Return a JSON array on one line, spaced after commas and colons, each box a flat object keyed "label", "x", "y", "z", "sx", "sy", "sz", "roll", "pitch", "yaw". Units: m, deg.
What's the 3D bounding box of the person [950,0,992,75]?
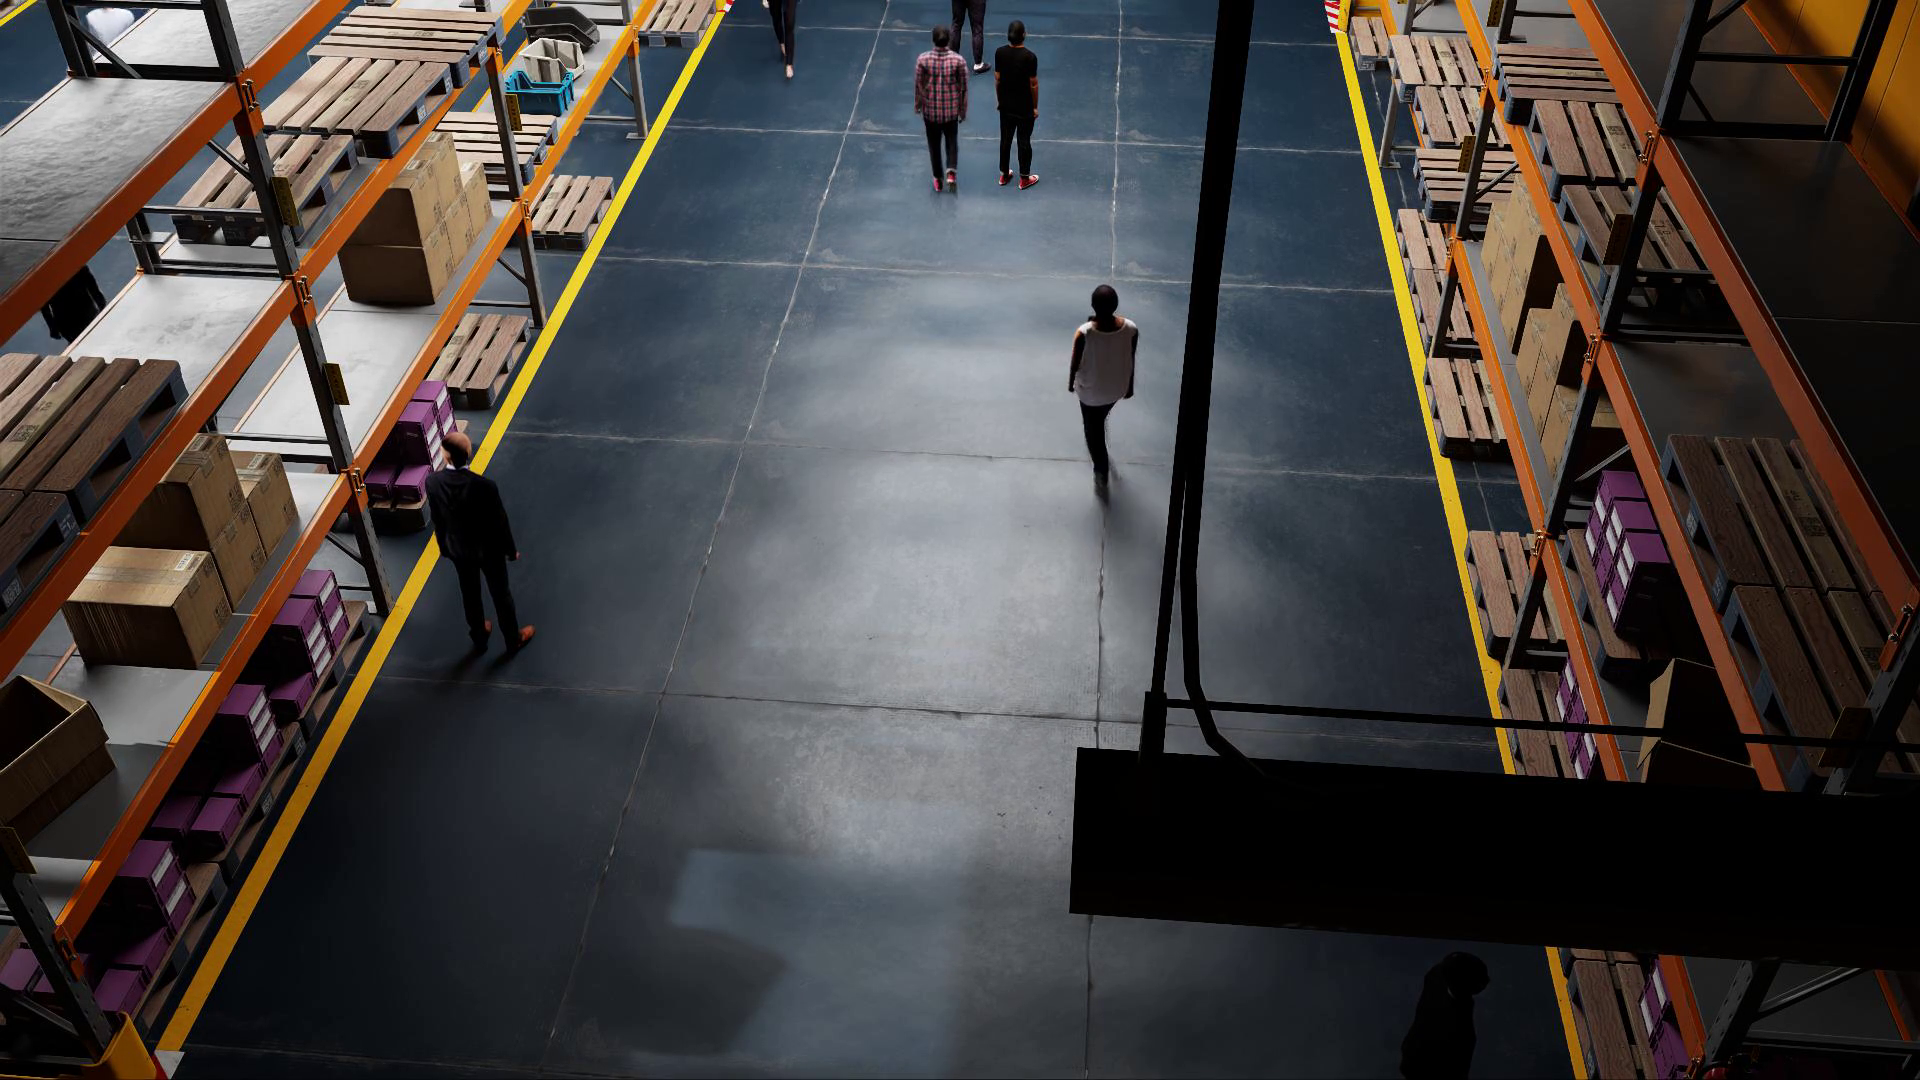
[{"label": "person", "x": 0.086, "y": -6.344, "z": 19.299, "sx": 0.756, "sy": 1.834, "sz": 0.725, "roll": 19, "pitch": 42, "yaw": 22}]

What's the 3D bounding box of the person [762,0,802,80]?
[{"label": "person", "x": -2.084, "y": -6.339, "z": 19.362, "sx": 0.764, "sy": 1.748, "sz": 1.183, "roll": -4, "pitch": 39, "yaw": -5}]

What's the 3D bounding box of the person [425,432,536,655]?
[{"label": "person", "x": -3.304, "y": 0.035, "z": 11.341, "sx": 0.688, "sy": 1.798, "sz": 0.552, "roll": 4, "pitch": 39, "yaw": 5}]

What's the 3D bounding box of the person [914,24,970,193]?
[{"label": "person", "x": -0.192, "y": -4.345, "z": 16.866, "sx": 0.743, "sy": 1.747, "sz": 0.681, "roll": -3, "pitch": 39, "yaw": -3}]

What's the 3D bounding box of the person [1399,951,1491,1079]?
[{"label": "person", "x": 2.304, "y": 2.611, "z": 8.115, "sx": 0.726, "sy": 1.799, "sz": 0.512, "roll": 1, "pitch": 39, "yaw": 1}]

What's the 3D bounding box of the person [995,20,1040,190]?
[{"label": "person", "x": 0.579, "y": -4.453, "z": 16.993, "sx": 0.709, "sy": 1.758, "sz": 0.705, "roll": 17, "pitch": 42, "yaw": 20}]

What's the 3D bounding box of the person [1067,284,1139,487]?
[{"label": "person", "x": 1.107, "y": -1.191, "z": 12.993, "sx": 0.896, "sy": 1.651, "sz": 1.194, "roll": -9, "pitch": 39, "yaw": -11}]
